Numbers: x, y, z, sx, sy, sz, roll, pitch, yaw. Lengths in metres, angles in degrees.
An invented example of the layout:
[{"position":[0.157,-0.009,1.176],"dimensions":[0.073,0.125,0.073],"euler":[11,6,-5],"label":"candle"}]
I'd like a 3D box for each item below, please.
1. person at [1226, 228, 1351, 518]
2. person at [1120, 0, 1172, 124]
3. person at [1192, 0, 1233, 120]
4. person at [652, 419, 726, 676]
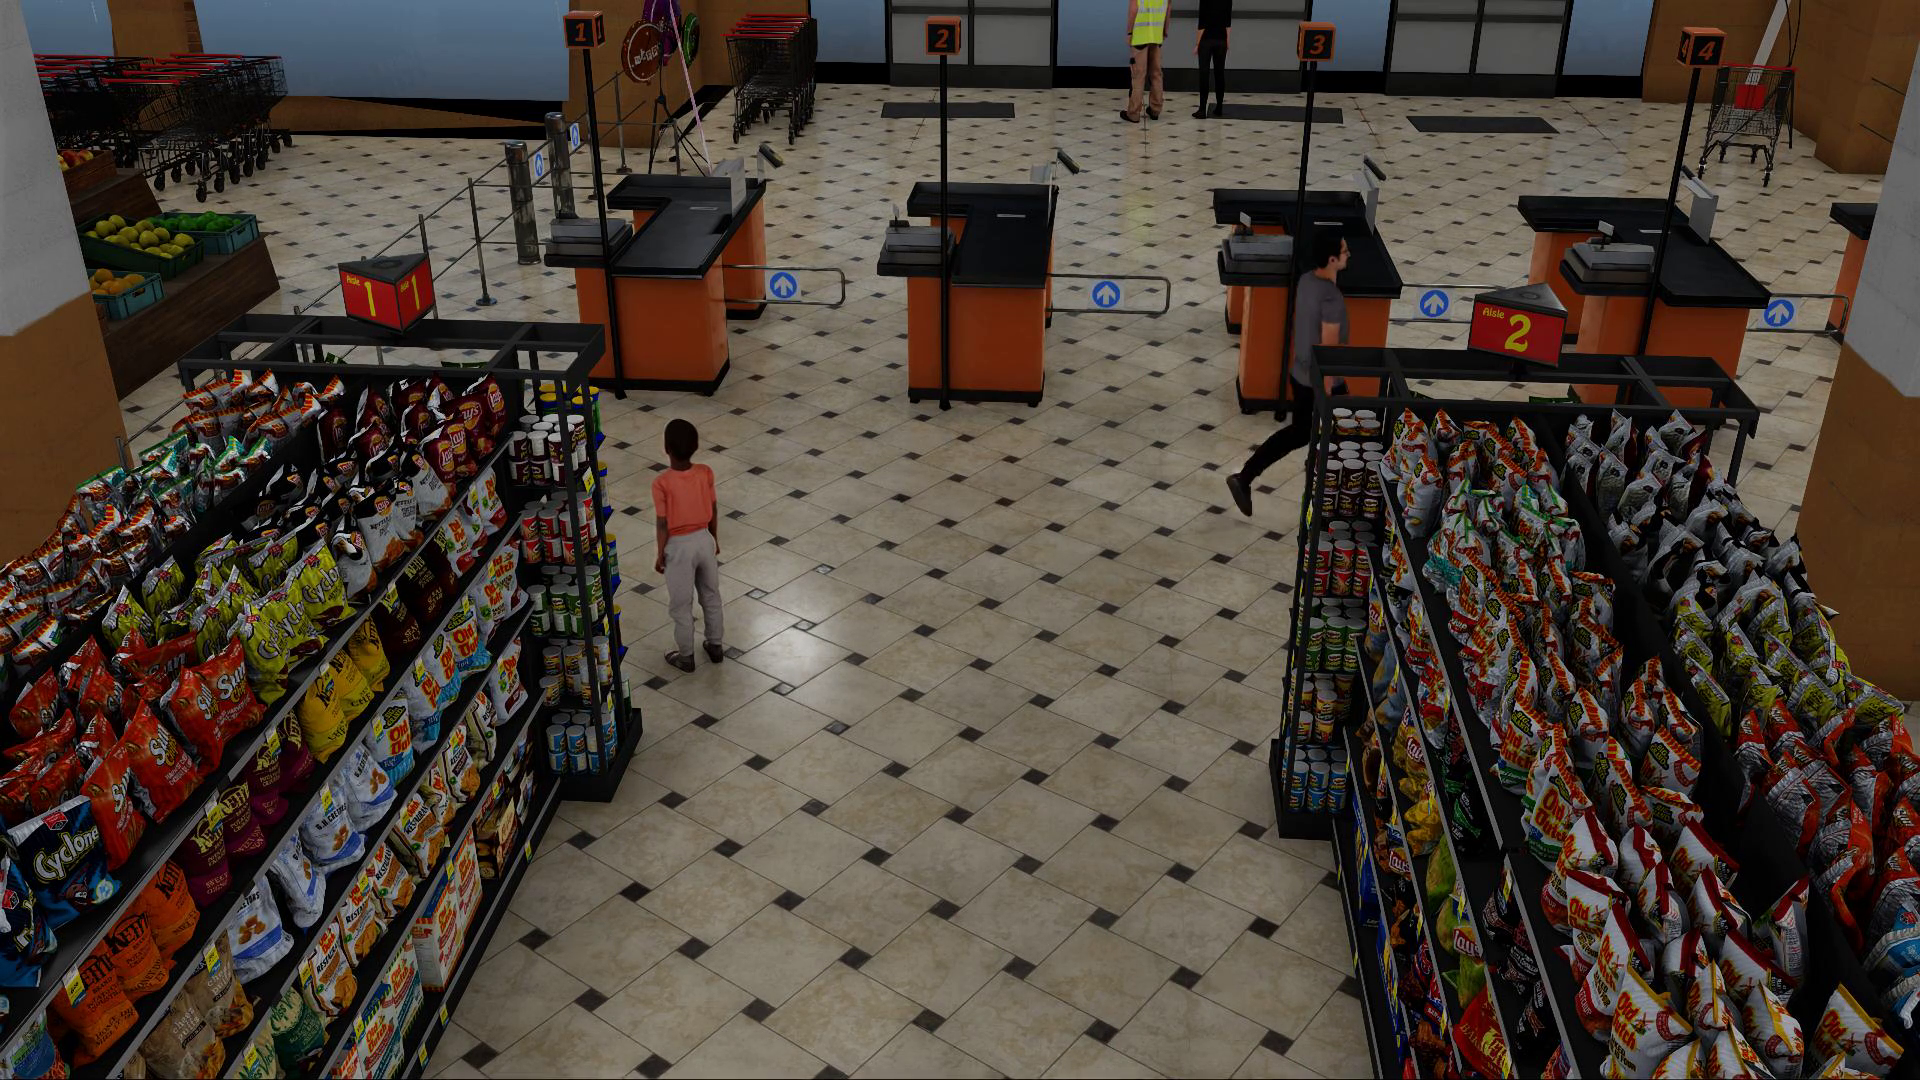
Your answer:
[{"position":[1.920,-0.876,9.286],"dimensions":[0.890,1.733,1.037],"euler":[-6,27,-11],"label":"person"},{"position":[2.063,-5.596,18.469],"dimensions":[0.841,1.845,0.876],"euler":[-12,29,-23],"label":"person"},{"position":[2.839,-5.577,18.658],"dimensions":[0.649,1.641,0.623],"euler":[-8,28,-16],"label":"person"},{"position":[-1.297,0.028,7.969],"dimensions":[0.564,1.311,0.613],"euler":[-17,31,-30],"label":"person"}]
